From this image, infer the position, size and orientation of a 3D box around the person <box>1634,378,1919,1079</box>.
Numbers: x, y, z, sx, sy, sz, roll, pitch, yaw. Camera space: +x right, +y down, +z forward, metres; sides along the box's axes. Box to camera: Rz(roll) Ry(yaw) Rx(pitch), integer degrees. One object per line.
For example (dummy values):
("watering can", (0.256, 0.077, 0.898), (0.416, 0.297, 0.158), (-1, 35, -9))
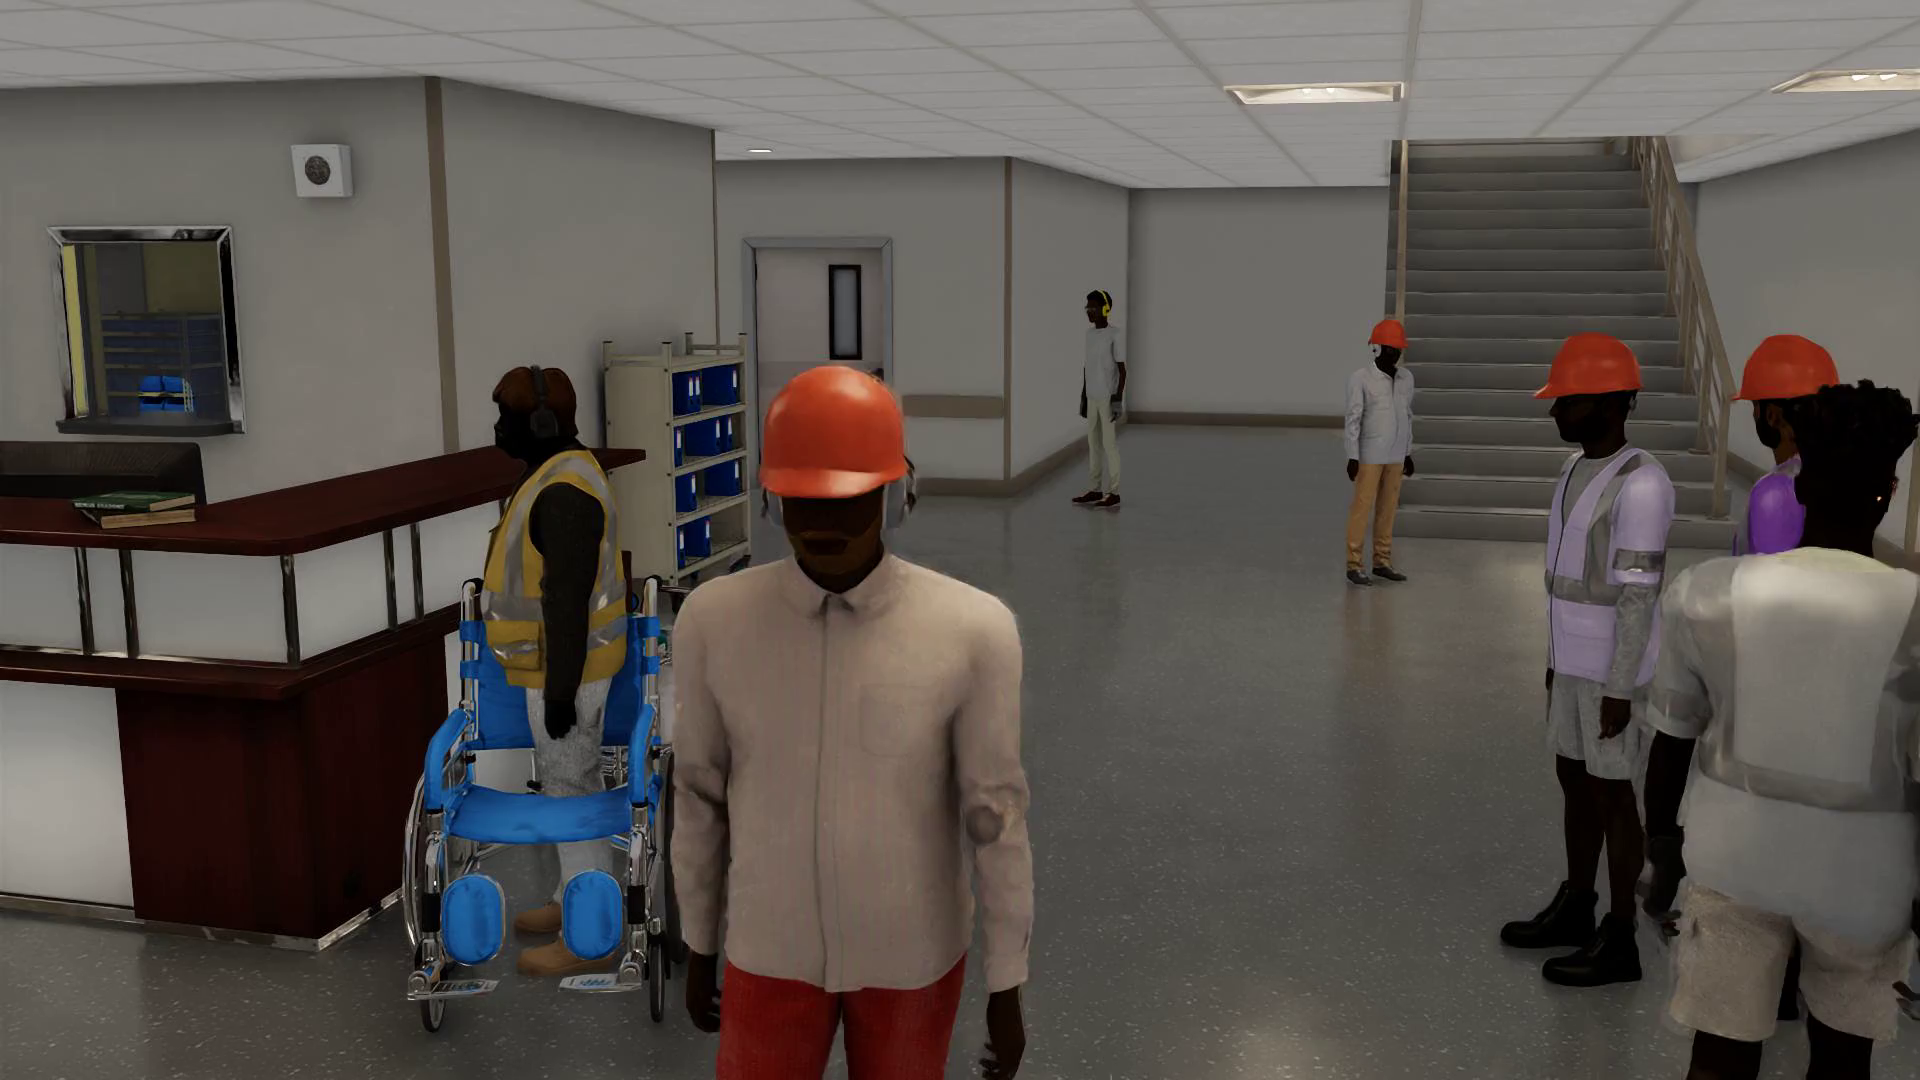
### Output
("person", (1.623, 0.648, 3.240), (0.613, 1.930, 0.960), (7, 12, 36))

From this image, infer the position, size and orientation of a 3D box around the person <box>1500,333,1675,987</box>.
("person", (1.867, 0.355, 4.960), (0.388, 1.931, 0.543), (-1, 10, -5))

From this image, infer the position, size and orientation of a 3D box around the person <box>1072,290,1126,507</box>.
("person", (1.219, -1.218, 14.392), (0.309, 1.868, 0.535), (-7, 12, -34))

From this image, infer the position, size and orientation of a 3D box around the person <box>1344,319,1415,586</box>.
("person", (2.782, -0.576, 10.950), (0.575, 1.747, 0.341), (-5, 11, -29))

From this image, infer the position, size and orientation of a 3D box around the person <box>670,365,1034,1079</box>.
("person", (-0.189, 0.697, 2.803), (0.629, 1.978, 0.435), (1, 10, 3))

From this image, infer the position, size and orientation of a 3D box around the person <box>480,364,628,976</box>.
("person", (-1.230, 0.386, 5.066), (0.429, 1.835, 0.629), (-3, 10, -16))
